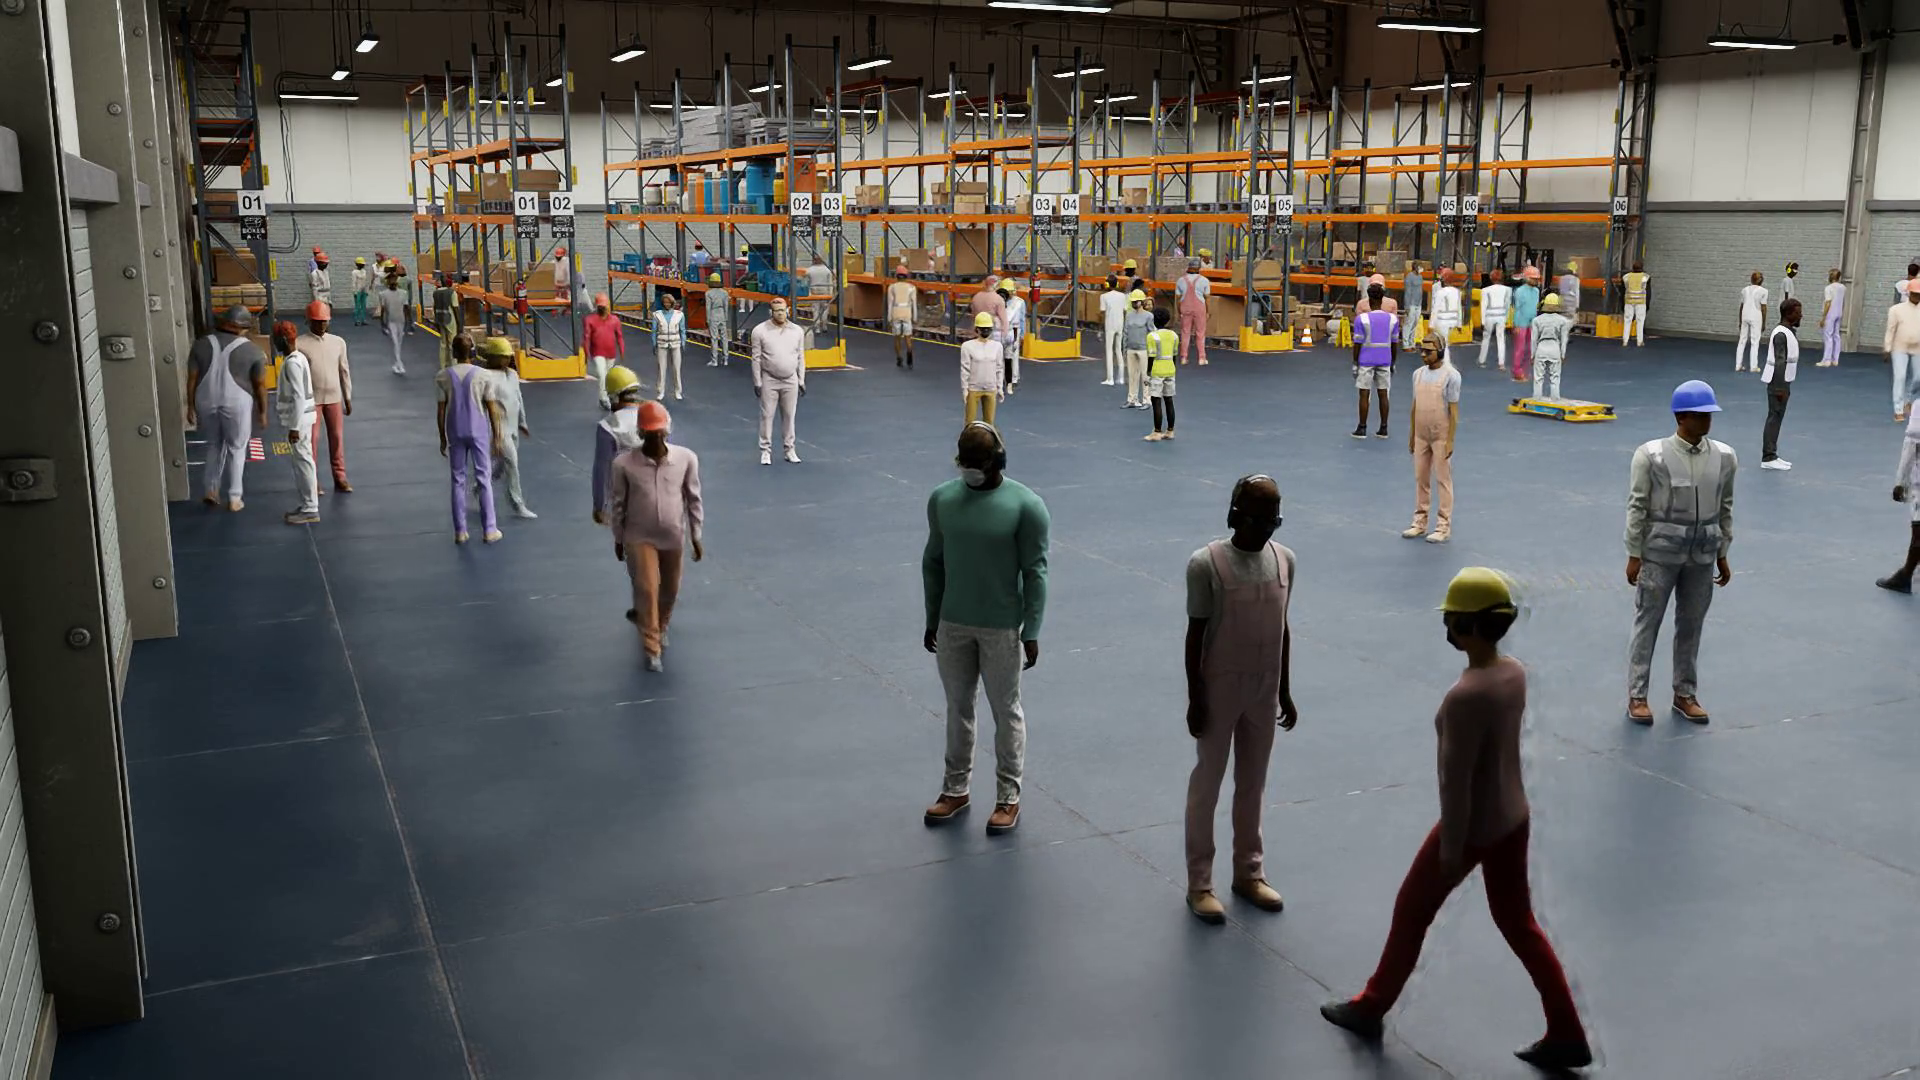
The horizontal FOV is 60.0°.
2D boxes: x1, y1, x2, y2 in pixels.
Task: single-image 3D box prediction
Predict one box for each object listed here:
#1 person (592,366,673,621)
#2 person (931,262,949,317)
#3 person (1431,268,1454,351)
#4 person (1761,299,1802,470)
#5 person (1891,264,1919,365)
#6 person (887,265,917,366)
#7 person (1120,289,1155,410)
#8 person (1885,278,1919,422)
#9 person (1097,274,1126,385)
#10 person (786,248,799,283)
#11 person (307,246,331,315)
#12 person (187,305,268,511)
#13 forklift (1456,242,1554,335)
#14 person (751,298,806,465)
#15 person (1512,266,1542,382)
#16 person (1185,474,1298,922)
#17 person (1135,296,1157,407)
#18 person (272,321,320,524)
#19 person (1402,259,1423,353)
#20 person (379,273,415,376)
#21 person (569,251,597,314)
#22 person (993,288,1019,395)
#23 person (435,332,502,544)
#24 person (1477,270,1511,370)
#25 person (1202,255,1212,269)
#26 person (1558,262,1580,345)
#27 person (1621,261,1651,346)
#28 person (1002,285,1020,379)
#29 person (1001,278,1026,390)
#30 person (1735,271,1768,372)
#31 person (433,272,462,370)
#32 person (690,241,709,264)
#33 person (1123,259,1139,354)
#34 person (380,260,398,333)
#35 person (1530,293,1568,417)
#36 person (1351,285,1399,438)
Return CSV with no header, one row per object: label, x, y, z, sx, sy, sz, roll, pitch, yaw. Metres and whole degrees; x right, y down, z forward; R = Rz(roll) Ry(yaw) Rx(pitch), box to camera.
person,-2.294,-0.318,11.719,0.462,1.808,0.630,10,15,41
person,-0.515,-7.134,46.251,0.608,1.862,1.044,-4,12,-18
person,10.061,-4.785,34.605,0.560,1.743,0.341,-5,12,-22
person,9.282,-1.765,18.814,0.392,1.920,0.592,6,13,29
person,17.996,-4.268,31.532,0.587,1.920,0.393,3,12,16
person,-1.085,-4.183,31.129,0.546,1.911,0.652,-2,11,-8
person,2.602,-2.785,24.388,0.533,1.767,0.326,9,15,40
person,13.203,-2.642,23.111,0.631,1.978,0.561,4,12,20
person,2.550,-3.533,27.989,0.543,1.850,0.388,-5,12,-24
person,-4.917,-7.619,48.741,0.422,1.850,0.531,3,12,15
person,-18.127,-7.324,47.013,0.545,1.939,0.374,-2,11,-8
person,-7.113,-1.324,16.258,0.719,2.000,0.697,-1,11,-3
forklift,13.047,-6.049,39.881,2.313,2.155,1.214,-5,12,-23
person,-2.075,-1.822,19.130,0.636,1.911,0.404,-5,12,-22
person,9.661,-3.666,28.338,0.644,1.972,0.494,-6,13,-29
person,1.150,0.636,6.815,0.506,1.840,0.345,-5,12,-22
person,2.760,-2.812,24.839,0.513,1.642,0.311,-8,14,-36
person,-6.185,-1.095,15.501,0.359,1.882,0.575,-4,12,-18
person,9.342,-4.811,34.272,0.374,1.932,0.621,10,15,40
person,-10.096,-3.873,29.795,0.547,1.830,0.962,-8,14,-35
person,-10.926,-7.414,47.856,0.662,1.788,0.759,7,13,32
person,0.662,-3.143,26.382,0.535,1.697,0.318,0,11,1
person,-4.289,-0.884,14.528,0.513,1.842,0.325,-1,11,-5
person,9.882,-4.060,30.724,0.580,1.836,1.001,0,11,2
person,7.319,-7.635,49.373,0.271,1.632,0.501,5,12,24
person,13.300,-5.172,36.396,0.532,1.809,0.598,-5,12,-25
person,14.681,-5.136,36.145,0.627,1.844,0.429,6,13,29
person,0.834,-3.630,29.038,0.485,1.631,0.516,6,13,27
person,0.768,-3.361,27.188,0.614,1.819,0.474,1,11,3
person,14.411,-3.970,30.246,0.348,1.837,0.503,-8,14,-35
person,-8.998,-3.777,29.221,0.566,1.845,0.386,6,13,29
person,-7.896,-8.060,50.504,0.605,2.037,0.394,-6,12,-26
person,3.521,-4.791,34.168,0.386,1.928,0.589,-1,11,-3
person,-13.687,-5.844,39.991,0.319,1.743,0.488,7,13,33
person,8.352,-2.625,23.630,0.489,1.743,0.320,4,12,21
person,5.307,-2.277,21.315,0.605,1.957,0.369,-2,11,-9
